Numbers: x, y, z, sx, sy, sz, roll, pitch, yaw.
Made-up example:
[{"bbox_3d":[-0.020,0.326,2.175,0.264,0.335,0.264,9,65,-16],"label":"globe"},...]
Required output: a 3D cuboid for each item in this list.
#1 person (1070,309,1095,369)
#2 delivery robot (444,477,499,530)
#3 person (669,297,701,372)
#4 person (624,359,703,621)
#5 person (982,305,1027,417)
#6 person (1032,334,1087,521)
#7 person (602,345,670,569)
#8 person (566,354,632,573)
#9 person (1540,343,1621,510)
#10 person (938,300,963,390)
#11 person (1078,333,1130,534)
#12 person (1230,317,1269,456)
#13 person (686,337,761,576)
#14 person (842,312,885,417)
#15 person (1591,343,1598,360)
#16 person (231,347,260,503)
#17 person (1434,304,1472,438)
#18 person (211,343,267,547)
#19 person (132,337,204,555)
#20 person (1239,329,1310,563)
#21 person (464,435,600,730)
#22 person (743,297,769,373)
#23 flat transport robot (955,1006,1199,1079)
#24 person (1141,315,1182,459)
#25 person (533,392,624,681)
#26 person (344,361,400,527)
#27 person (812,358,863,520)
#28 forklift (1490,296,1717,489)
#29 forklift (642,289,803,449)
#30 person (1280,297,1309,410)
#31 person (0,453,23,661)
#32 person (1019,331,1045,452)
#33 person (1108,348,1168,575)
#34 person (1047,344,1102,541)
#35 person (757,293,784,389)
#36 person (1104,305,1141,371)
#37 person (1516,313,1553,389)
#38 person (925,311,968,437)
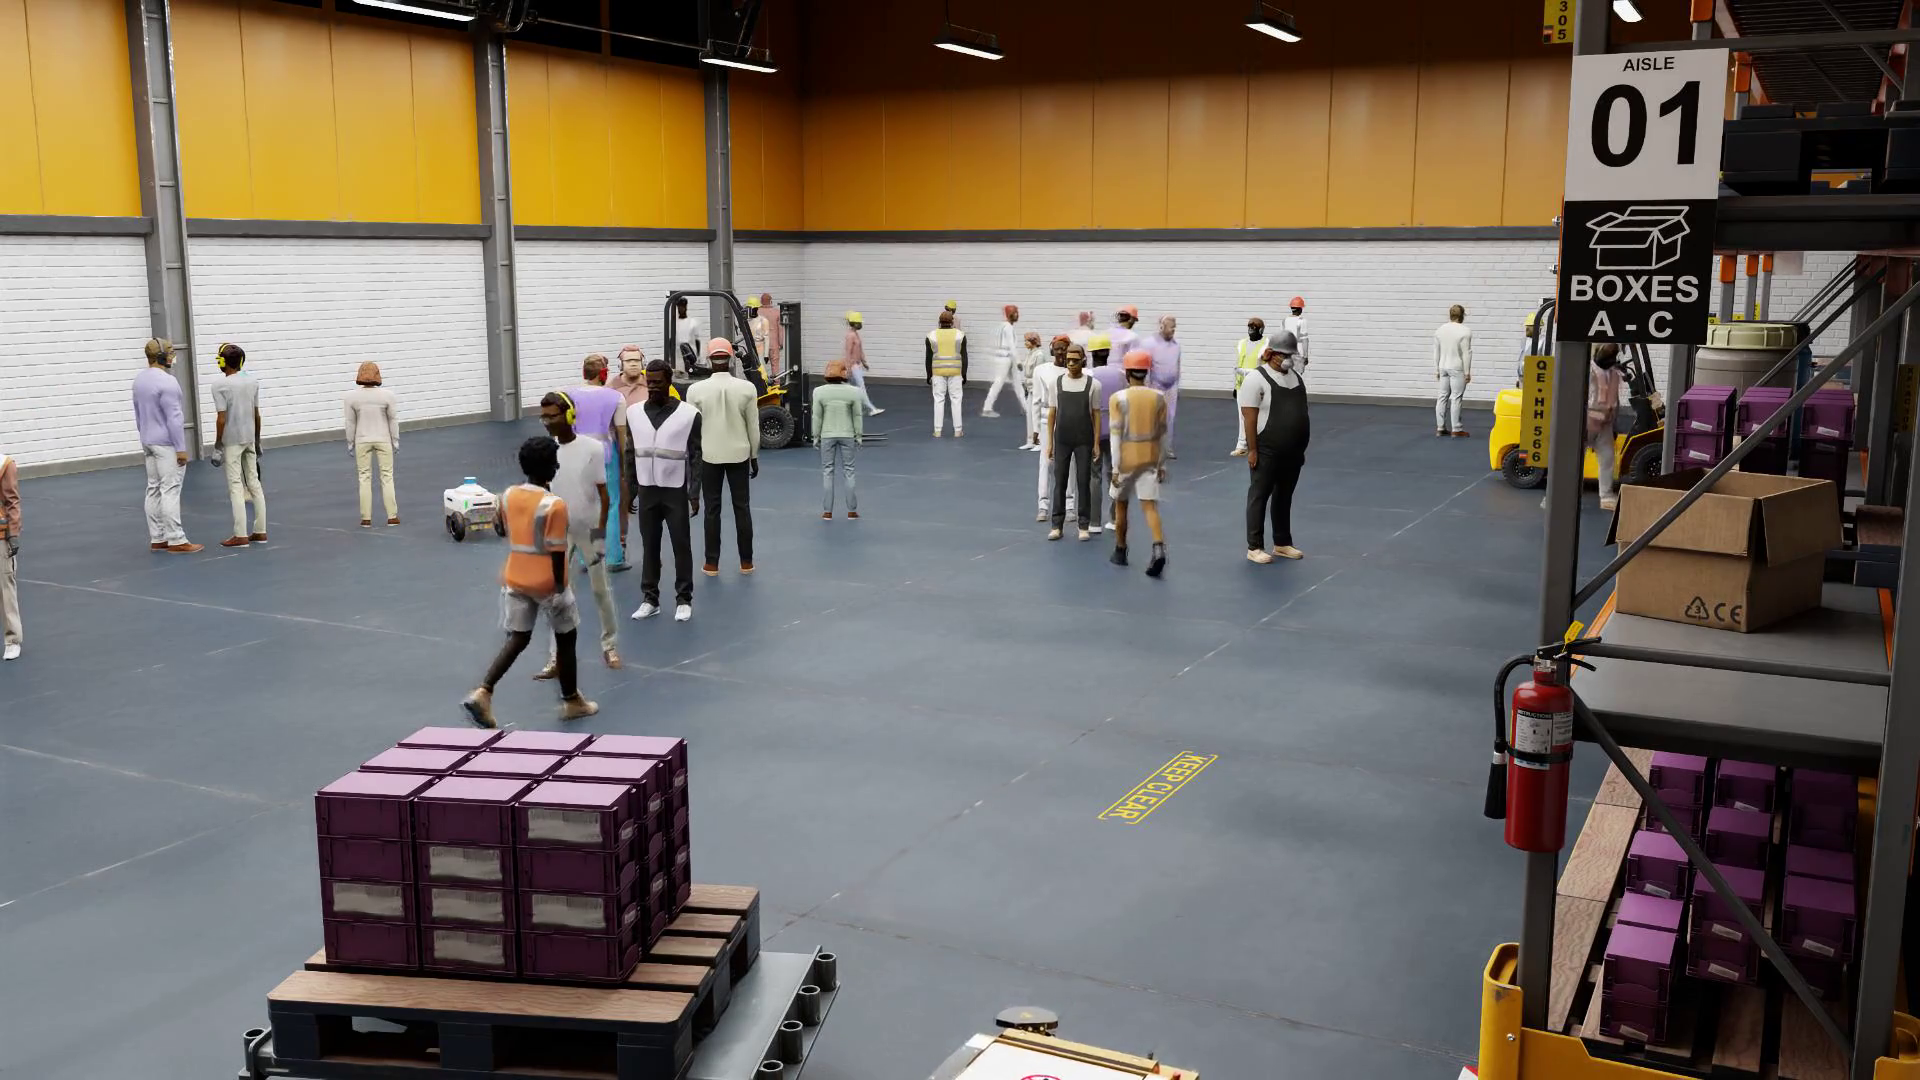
[{"bbox_3d":[1.755,-2.326,23.616,0.619,1.892,0.659,-4,11,-21],"label":"person"},{"bbox_3d":[-4.647,-0.354,15.808,0.477,0.478,0.707,-6,12,-33],"label":"delivery robot"},{"bbox_3d":[-4.782,-3.253,28.846,0.604,1.947,0.591,0,10,-1],"label":"person"},{"bbox_3d":[-2.172,-0.366,12.207,0.590,1.919,0.391,2,10,9],"label":"person"},{"bbox_3d":[0.820,-2.913,27.229,1.005,1.827,0.594,1,10,3],"label":"person"},{"bbox_3d":[1.005,-1.121,16.679,0.575,1.882,0.361,0,10,1],"label":"person"},{"bbox_3d":[-2.790,-0.706,14.192,0.651,1.913,0.409,-1,10,-7],"label":"person"},{"bbox_3d":[-3.054,-0.634,13.973,0.569,1.840,0.374,2,10,9],"label":"person"},{"bbox_3d":[6.551,-1.172,17.266,0.787,1.798,0.525,-5,11,-27],"label":"person"},{"bbox_3d":[-0.182,-3.793,32.488,0.533,1.768,0.310,7,12,33],"label":"person"},{"bbox_3d":[1.344,-1.018,15.961,0.594,1.922,0.385,-5,11,-28],"label":"person"},{"bbox_3d":[3.851,-1.998,21.869,0.627,1.847,0.429,8,13,40],"label":"person"},{"bbox_3d":[-1.972,-0.690,13.882,0.609,1.986,0.391,-3,10,-14],"label":"person"},{"bbox_3d":[-1.687,-2.864,27.251,0.909,1.720,0.526,1,10,6],"label":"person"},{"bbox_3d":[9.515,-2.575,25.288,0.614,1.812,0.445,-5,11,-26],"label":"person"},{"bbox_3d":[-7.755,-1.245,17.930,0.317,1.695,0.540,-1,10,-7],"label":"person"},{"bbox_3d":[7.201,-2.465,24.295,0.378,1.940,0.628,-6,12,-33],"label":"person"},{"bbox_3d":[-6.632,-0.868,15.248,0.327,1.874,0.521,5,11,27],"label":"person"},{"bbox_3d":[-7.105,-0.833,14.847,0.627,1.940,0.372,7,12,37],"label":"person"},{"bbox_3d":[2.795,-0.825,14.507,0.682,2.000,0.538,-7,12,-34],"label":"person"},{"bbox_3d":[-2.421,0.248,9.358,0.536,1.673,0.759,7,12,33],"label":"person"},{"bbox_3d":[-3.606,-3.318,29.334,0.599,1.913,0.433,8,13,40],"label":"person"},{"bbox_3d":[0.143,1.746,4.743,0.652,0.197,1.431,5,11,26],"label":"flat transport robot"},{"bbox_3d":[2.616,-2.014,21.845,0.653,1.880,0.640,-5,11,-28],"label":"person"},{"bbox_3d":[-2.433,-0.036,10.609,0.518,1.830,0.672,3,10,16],"label":"person"},{"bbox_3d":[-5.762,-0.937,16.334,0.497,1.633,0.283,-3,10,-15],"label":"person"},{"bbox_3d":[-1.234,-1.014,16.777,0.507,1.631,0.278,-1,10,-4],"label":"person"},{"bbox_3d":[7.296,-1.677,18.993,2.313,2.155,1.214,5,11,27],"label":"forklift"},{"bbox_3d":[-3.358,-2.392,23.136,2.313,2.155,1.214,-1,10,-5],"label":"forklift"},{"bbox_3d":[5.742,-3.189,28.487,0.361,1.939,0.543,-10,14,-44],"label":"person"},{"bbox_3d":[-6.458,-0.014,10.970,0.513,1.641,0.307,-2,10,-9],"label":"person"},{"bbox_3d":[1.020,-2.014,22.588,0.354,1.628,0.530,-2,10,-13],"label":"person"},{"bbox_3d":[1.525,-0.665,14.019,0.551,1.903,0.932,-3,10,-16],"label":"person"},{"bbox_3d":[1.066,-0.906,15.543,0.507,1.847,0.351,2,10,12],"label":"person"},{"bbox_3d":[-3.741,-3.833,32.308,0.640,1.910,0.407,0,10,-3],"label":"person"},{"bbox_3d":[2.213,-2.178,22.494,0.902,1.981,0.632,-8,13,-40],"label":"person"},{"bbox_3d":[8.152,-2.316,23.738,0.404,1.831,0.600,-4,11,-22],"label":"person"},{"bbox_3d":[-0.195,-2.425,24.347,0.621,1.845,0.429,0,10,-1],"label":"person"}]
